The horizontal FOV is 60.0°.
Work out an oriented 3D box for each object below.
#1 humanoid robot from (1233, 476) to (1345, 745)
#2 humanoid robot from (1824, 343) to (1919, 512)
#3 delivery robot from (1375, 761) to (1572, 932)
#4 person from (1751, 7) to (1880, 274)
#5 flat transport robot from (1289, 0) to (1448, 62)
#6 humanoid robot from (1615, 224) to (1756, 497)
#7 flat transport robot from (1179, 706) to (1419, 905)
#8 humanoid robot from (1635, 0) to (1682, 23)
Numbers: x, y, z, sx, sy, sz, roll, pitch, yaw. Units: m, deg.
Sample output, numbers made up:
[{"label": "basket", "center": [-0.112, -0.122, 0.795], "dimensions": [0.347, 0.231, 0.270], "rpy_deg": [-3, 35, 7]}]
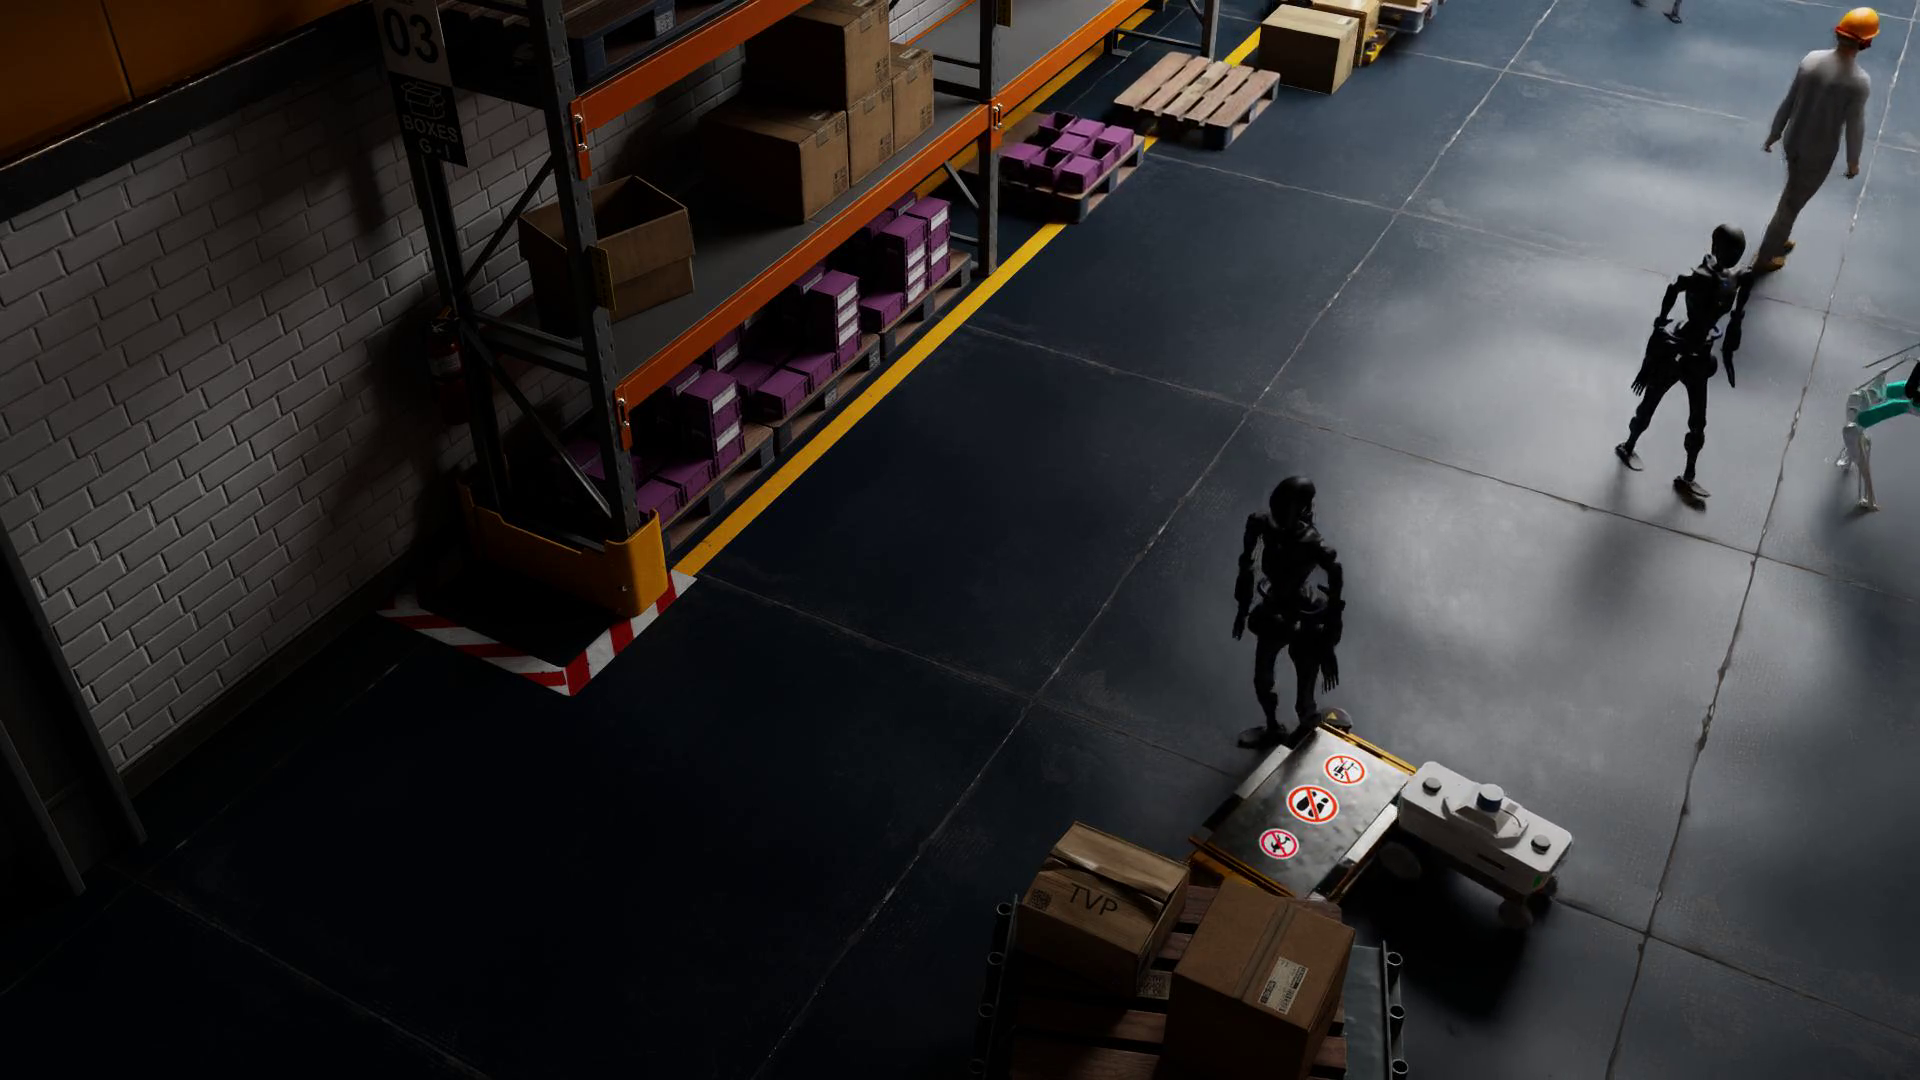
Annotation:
[{"label": "humanoid robot", "center": [1.542, 0.369, 7.628], "dimensions": [0.603, 1.637, 0.420], "rpy_deg": [31, 48, 33]}, {"label": "humanoid robot", "center": [5.241, -0.973, 9.303], "dimensions": [0.804, 1.803, 0.530], "rpy_deg": [31, 48, 33]}, {"label": "delivery robot", "center": [2.281, 1.313, 7.352], "dimensions": [0.802, 0.598, 0.499], "rpy_deg": [28, 46, 30]}, {"label": "person", "center": [5.871, -2.710, 11.321], "dimensions": [0.689, 1.873, 0.615], "rpy_deg": [-17, 42, -20]}, {"label": "flat transport robot", "center": [3.669, -4.730, 15.132], "dimensions": [0.659, 0.231, 1.431], "rpy_deg": [20, 43, 23]}, {"label": "humanoid robot", "center": [4.129, -1.012, 9.370], "dimensions": [0.601, 1.634, 0.646], "rpy_deg": [-8, 39, -10]}, {"label": "flat transport robot", "center": [1.554, 1.326, 7.562], "dimensions": [0.659, 0.231, 1.431], "rpy_deg": [28, 46, 30]}, {"label": "humanoid robot", "center": [6.567, -5.629, 15.148], "dimensions": [0.611, 1.629, 0.717], "rpy_deg": [-3, 39, -4]}]
